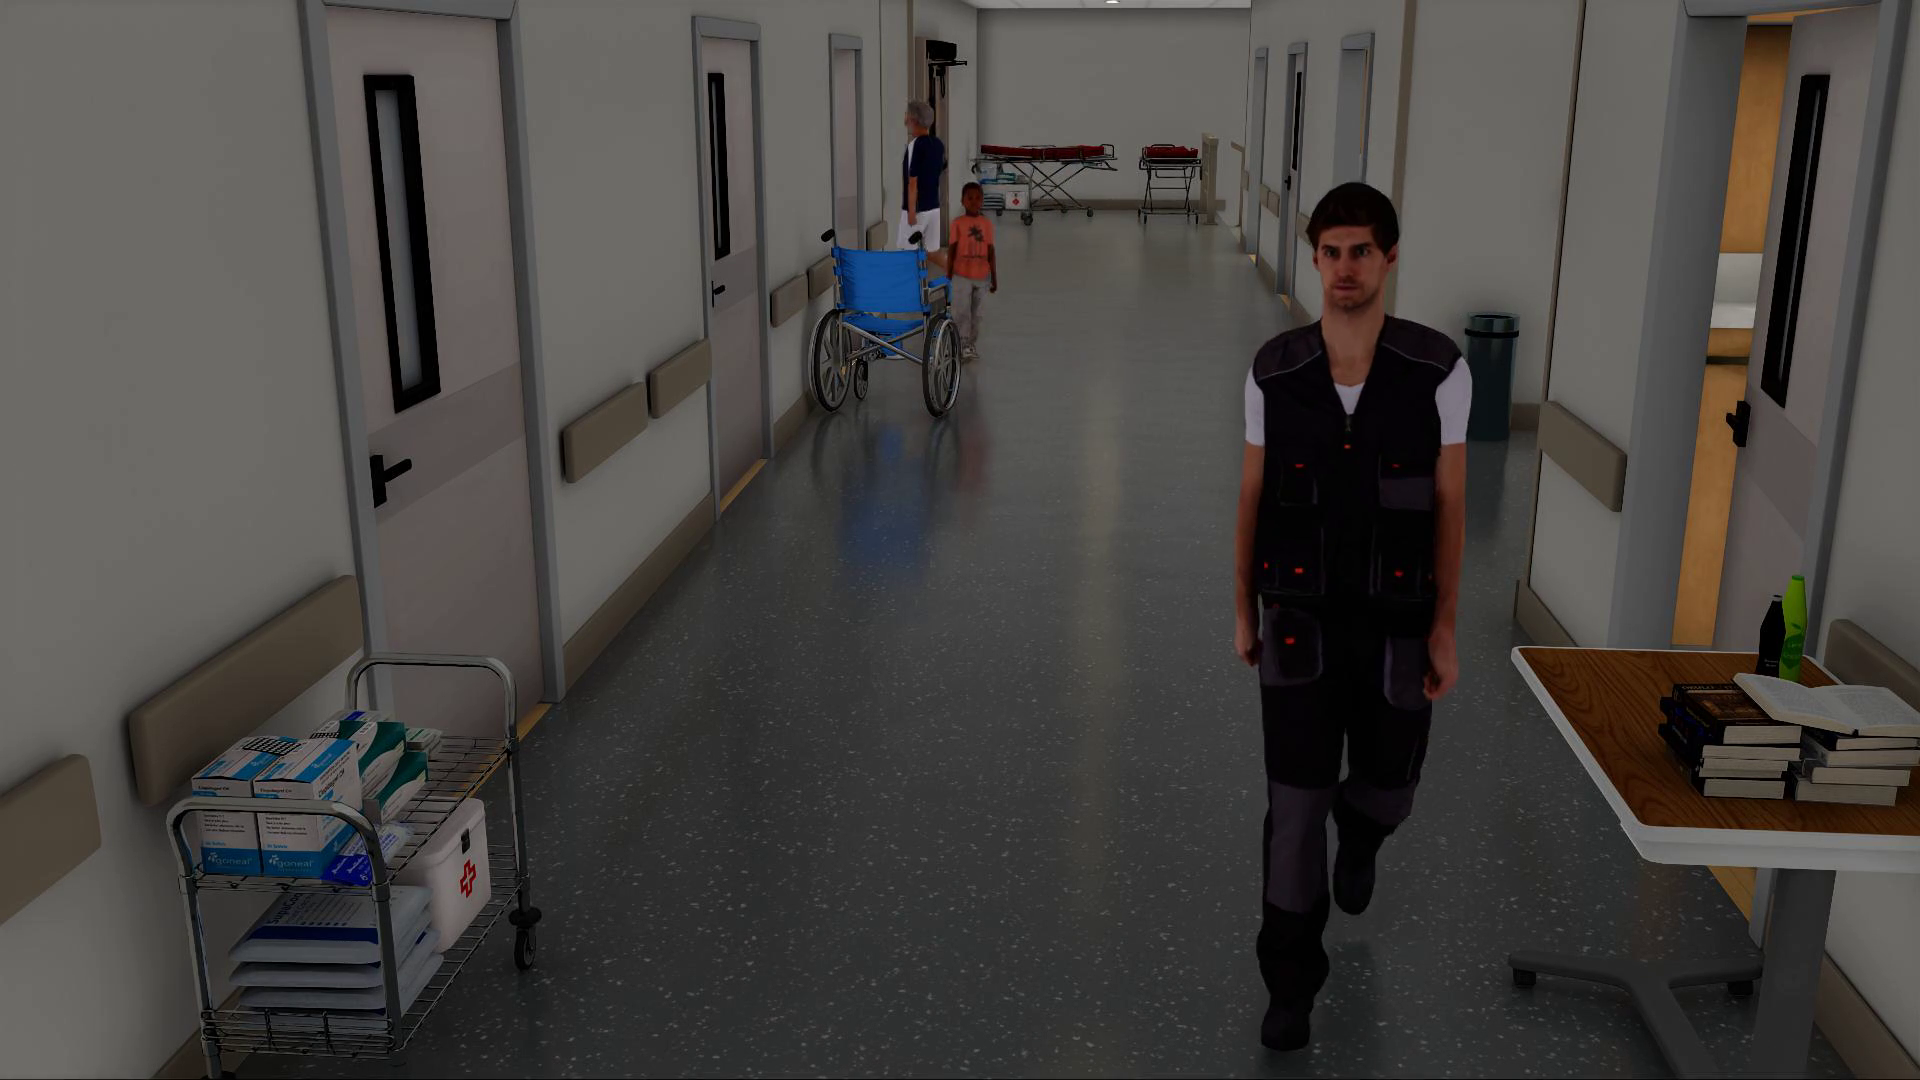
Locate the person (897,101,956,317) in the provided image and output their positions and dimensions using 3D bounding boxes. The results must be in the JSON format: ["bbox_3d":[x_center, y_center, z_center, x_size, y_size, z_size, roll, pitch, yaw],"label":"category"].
[{"bbox_3d":[-0.260,-2.830,14.310,1.008,1.819,1.100,9,18,30],"label":"person"}]

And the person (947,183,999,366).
[{"bbox_3d":[0.067,-1.928,12.095,0.657,1.285,0.886,-3,16,-10],"label":"person"}]

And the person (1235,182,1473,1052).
[{"bbox_3d":[0.884,0.151,3.734,0.738,1.821,1.132,4,16,12],"label":"person"}]
